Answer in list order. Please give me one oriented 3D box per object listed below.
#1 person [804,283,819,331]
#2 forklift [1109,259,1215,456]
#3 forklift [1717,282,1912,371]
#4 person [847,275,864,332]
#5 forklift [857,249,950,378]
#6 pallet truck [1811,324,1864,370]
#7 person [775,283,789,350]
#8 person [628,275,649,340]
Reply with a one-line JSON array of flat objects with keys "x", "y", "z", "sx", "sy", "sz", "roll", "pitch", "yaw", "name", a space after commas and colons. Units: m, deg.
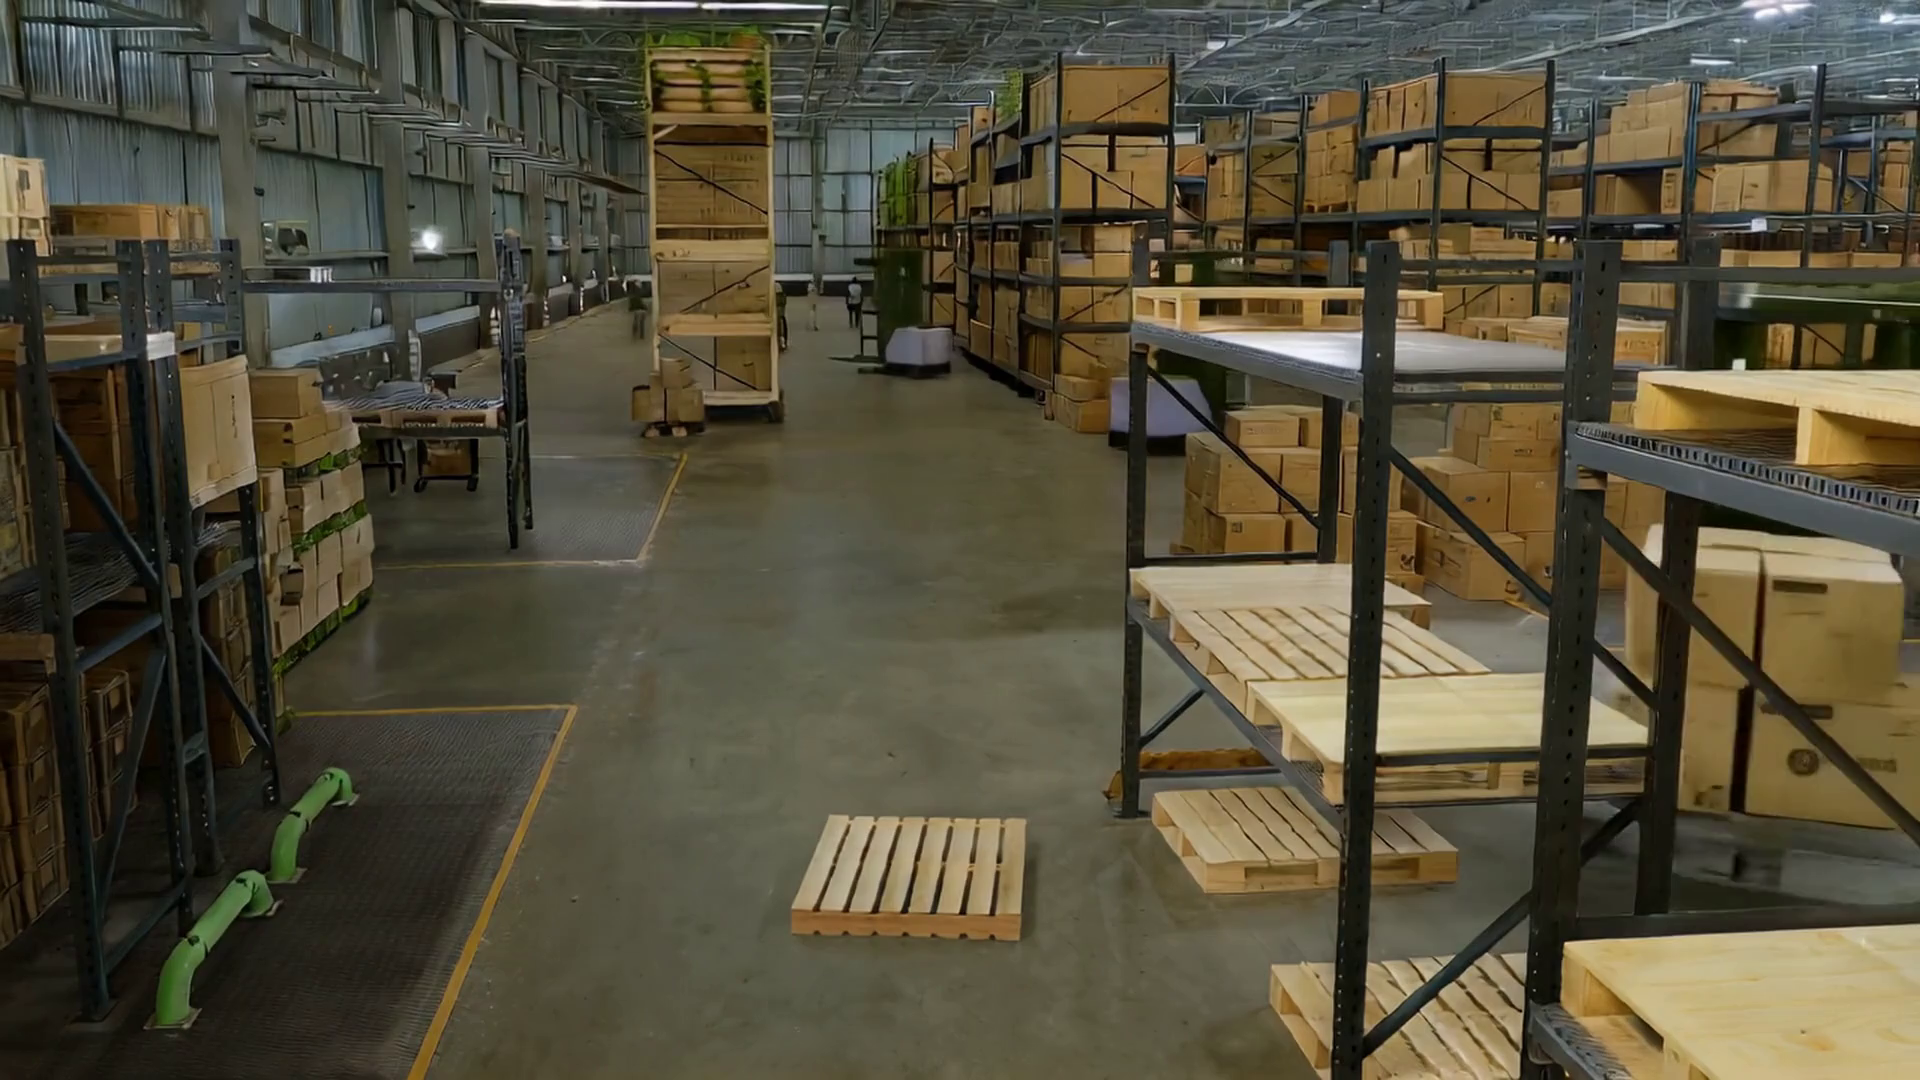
[{"x": -4.967, "y": -7.793, "z": 55.660, "sx": 0.502, "sy": 1.605, "sz": 0.806, "roll": -6, "pitch": 12, "yaw": -30, "name": "person"}, {"x": 3.172, "y": -2.676, "z": 23.764, "sx": 1.873, "sy": 2.768, "sz": 1.129, "roll": -7, "pitch": 12, "yaw": -32, "name": "forklift"}, {"x": 4.646, "y": -0.066, "z": 9.299, "sx": 1.129, "sy": 2.768, "sz": 1.873, "roll": 5, "pitch": 11, "yaw": 27, "name": "forklift"}, {"x": -3.502, "y": -7.846, "z": 55.173, "sx": 0.607, "sy": 1.888, "sz": 0.859, "roll": 2, "pitch": 10, "yaw": 12, "name": "person"}, {"x": -1.231, "y": -5.063, "z": 36.990, "sx": 1.873, "sy": 2.768, "sz": 1.129, "roll": 8, "pitch": 13, "yaw": 38, "name": "forklift"}, {"x": 15.846, "y": -3.142, "z": 28.793, "sx": 1.885, "sy": 1.965, "sz": 0.823, "roll": 2, "pitch": 10, "yaw": 12, "name": "pallet truck"}, {"x": -5.021, "y": -6.177, "z": 46.048, "sx": 0.430, "sy": 1.841, "sz": 0.624, "roll": 9, "pitch": 13, "yaw": 39, "name": "person"}, {"x": -9.700, "y": -7.005, "z": 50.293, "sx": 0.483, "sy": 1.972, "sz": 0.615, "roll": 9, "pitch": 14, "yaw": 42, "name": "person"}]
